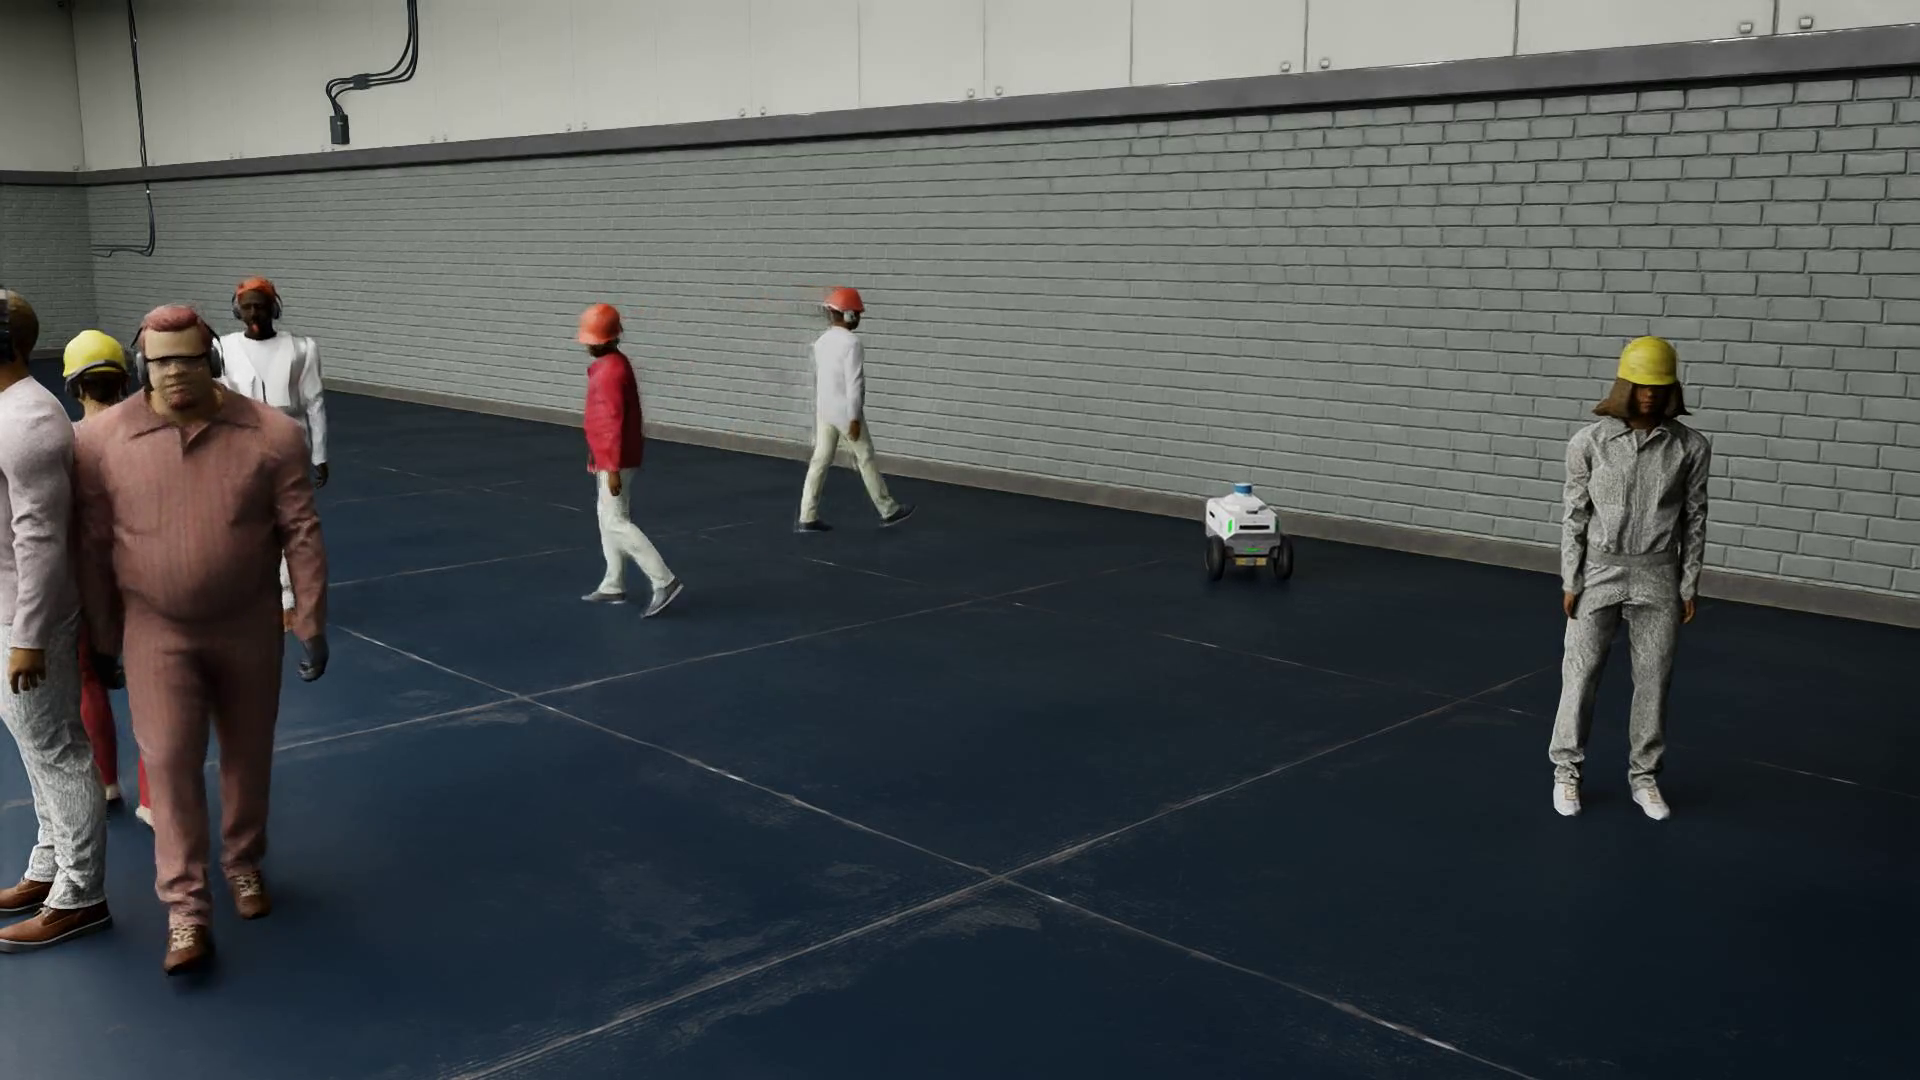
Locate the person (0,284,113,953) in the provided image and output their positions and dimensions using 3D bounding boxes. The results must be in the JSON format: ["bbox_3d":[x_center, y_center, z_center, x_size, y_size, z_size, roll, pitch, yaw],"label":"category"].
[{"bbox_3d":[-2.752,0.227,4.887,0.372,1.940,0.632,-8,13,-36],"label":"person"}]

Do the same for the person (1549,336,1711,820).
[{"bbox_3d":[2.376,0.147,5.894,0.483,1.734,0.353,2,11,11],"label":"person"}]

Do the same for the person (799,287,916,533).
[{"bbox_3d":[-0.766,-0.910,11.710,0.891,1.703,0.597,-8,13,-36],"label":"person"}]

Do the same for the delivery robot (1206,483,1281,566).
[{"bbox_3d":[1.739,-0.109,10.239,0.477,0.478,0.707,0,10,-2],"label":"delivery robot"}]

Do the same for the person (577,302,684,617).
[{"bbox_3d":[-1.856,-0.460,9.247,0.550,1.723,0.696,-1,10,-5],"label":"person"}]

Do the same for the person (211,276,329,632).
[{"bbox_3d":[-3.628,-0.449,8.756,0.579,1.871,0.452,-4,11,-20],"label":"person"}]

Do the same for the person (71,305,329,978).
[{"bbox_3d":[-2.161,0.278,4.788,0.658,1.870,0.892,-5,12,-26],"label":"person"}]
